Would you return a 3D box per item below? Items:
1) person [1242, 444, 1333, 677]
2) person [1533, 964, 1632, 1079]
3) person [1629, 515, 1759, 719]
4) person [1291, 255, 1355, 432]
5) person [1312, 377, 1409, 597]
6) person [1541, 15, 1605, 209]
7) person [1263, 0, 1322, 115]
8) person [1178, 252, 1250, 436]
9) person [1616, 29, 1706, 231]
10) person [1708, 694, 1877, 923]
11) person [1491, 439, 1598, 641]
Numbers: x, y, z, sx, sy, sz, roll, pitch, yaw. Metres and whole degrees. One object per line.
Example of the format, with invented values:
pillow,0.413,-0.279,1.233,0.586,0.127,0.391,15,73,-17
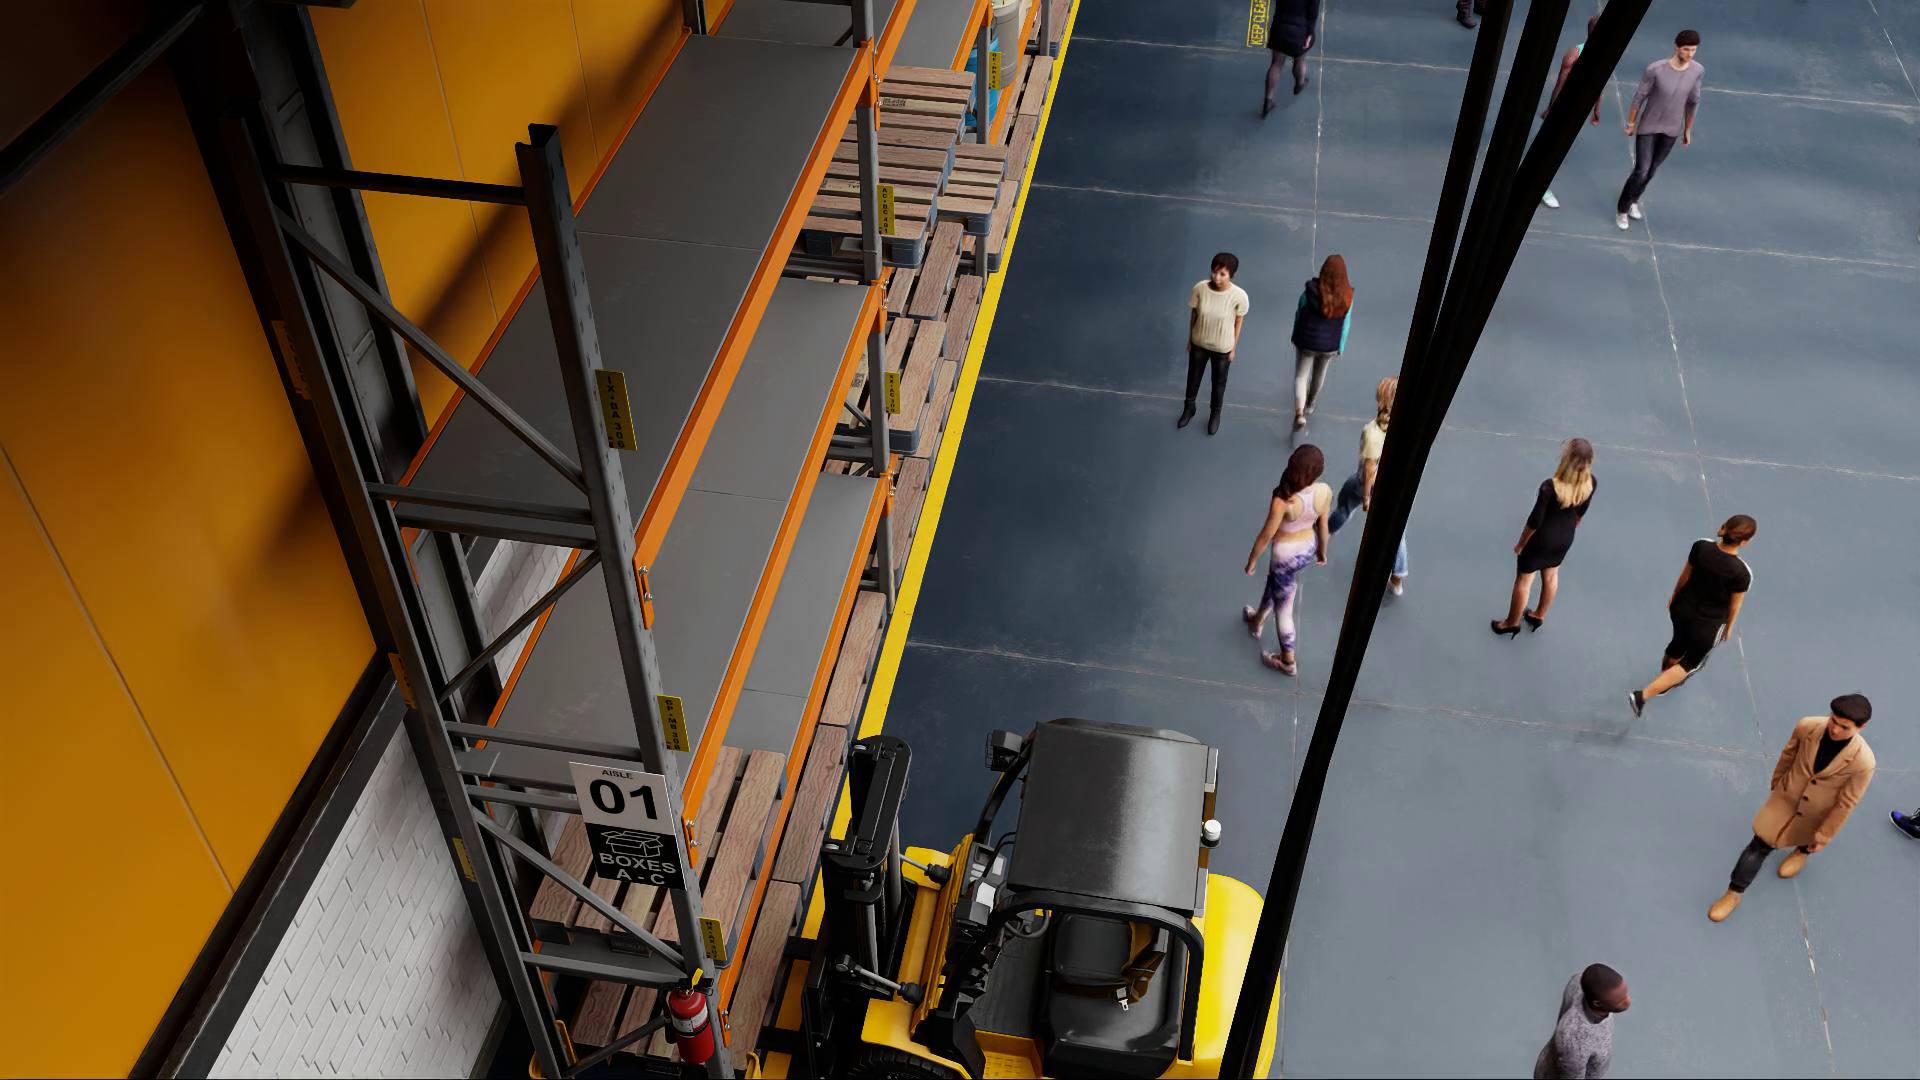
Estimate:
person,2.204,0.174,10.776,0.966,1.729,1.048,-23,48,-22
person,2.926,2.624,8.124,0.782,1.839,0.564,15,46,15
person,4.609,0.513,10.479,0.944,1.647,0.935,-21,48,-21
person,2.720,-1.478,12.688,0.578,1.482,0.859,6,44,6
person,2.927,-0.334,11.362,1.161,1.656,1.232,-24,49,-23
person,5.498,-3.939,15.051,0.878,1.786,0.974,-22,48,-21
person,3.188,-4.933,16.206,0.969,1.632,1.170,27,50,25
person,1.919,-1.500,12.635,0.637,1.587,0.558,17,46,17
person,6.174,-3.709,14.774,0.767,1.835,0.795,-4,44,-4
person,4.879,1.462,9.453,1.210,1.688,1.092,-29,51,-27
person,3.877,0.008,10.990,0.626,1.674,0.605,-14,45,-14
